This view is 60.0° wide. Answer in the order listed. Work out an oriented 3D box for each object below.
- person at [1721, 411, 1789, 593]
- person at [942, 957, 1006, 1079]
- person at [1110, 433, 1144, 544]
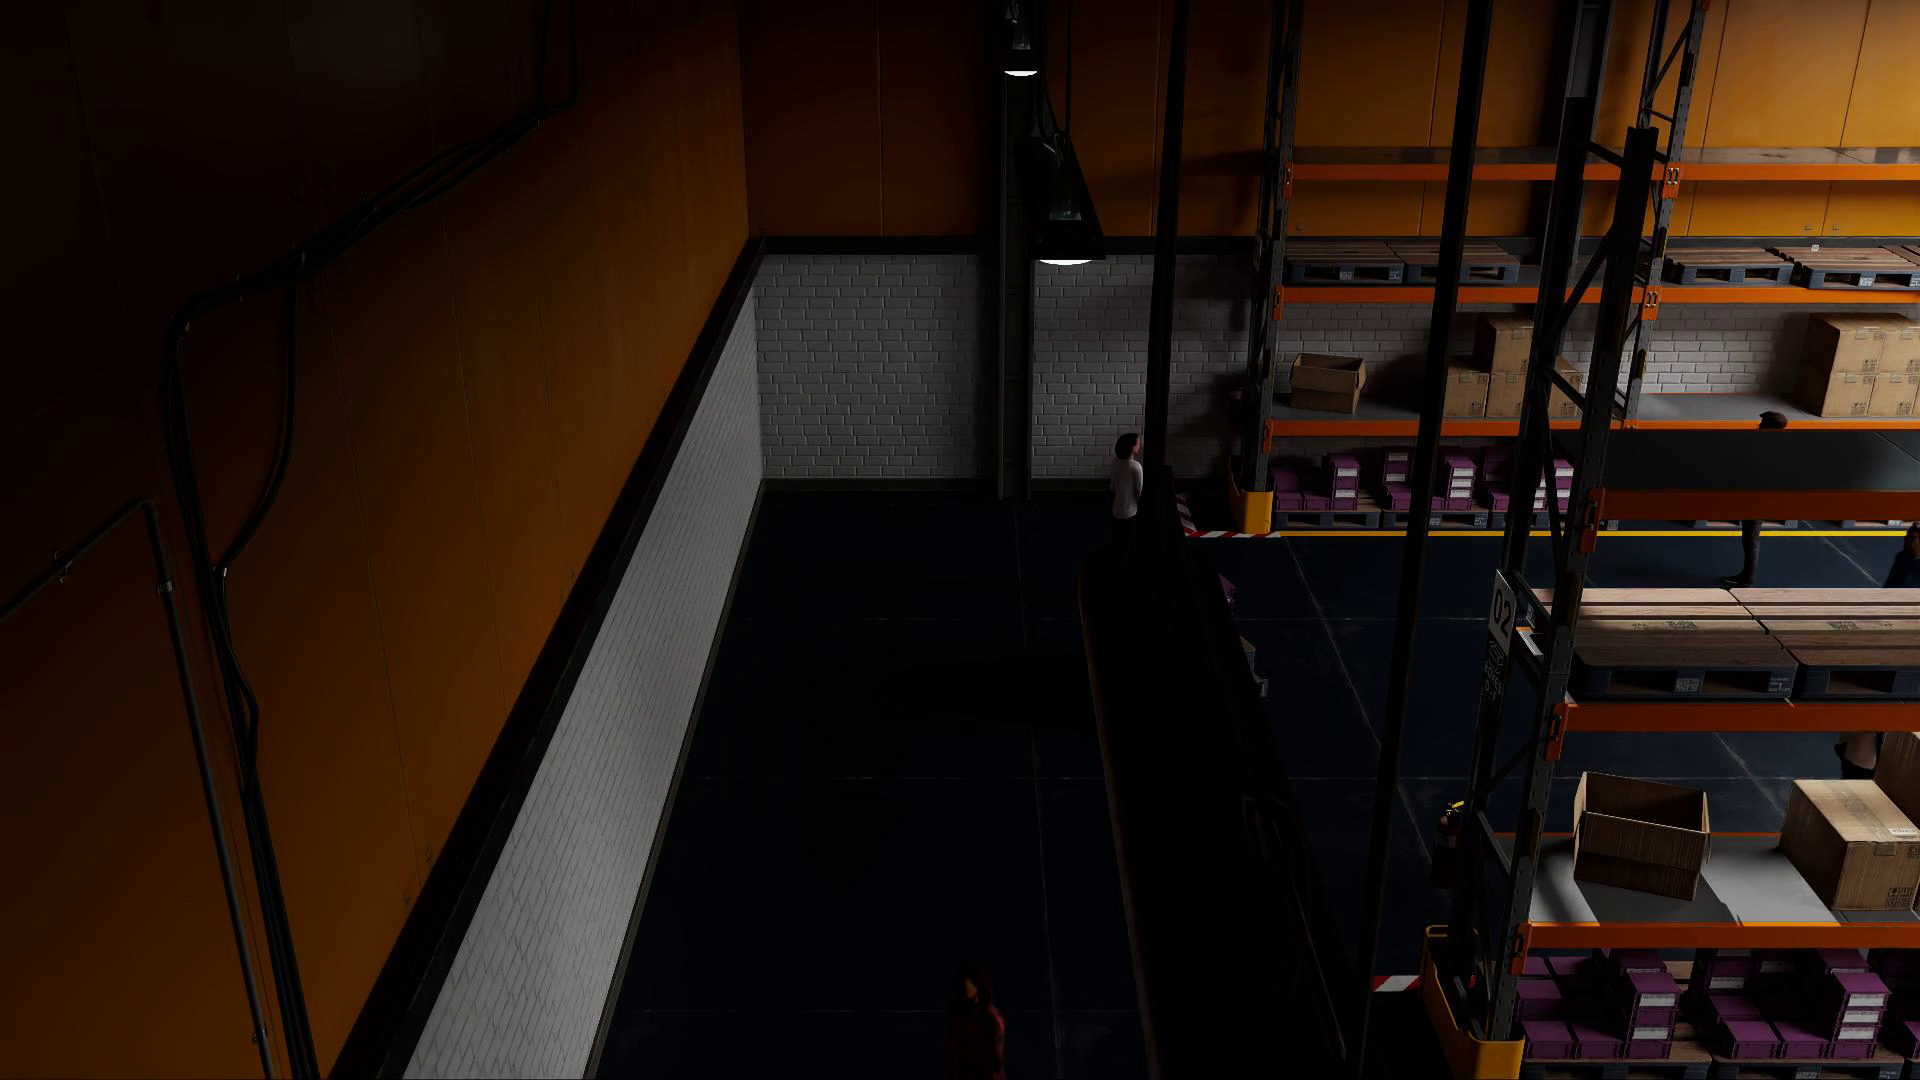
[{"bbox_3d":[8.102,-0.375,16.886,0.705,1.958,0.703,12,26,25],"label":"person"},{"bbox_3d":[0.144,3.051,9.393,0.927,1.684,0.972,21,31,39],"label":"person"},{"bbox_3d":[1.669,-0.233,16.767,0.721,1.794,0.685,-18,29,-35],"label":"person"}]
